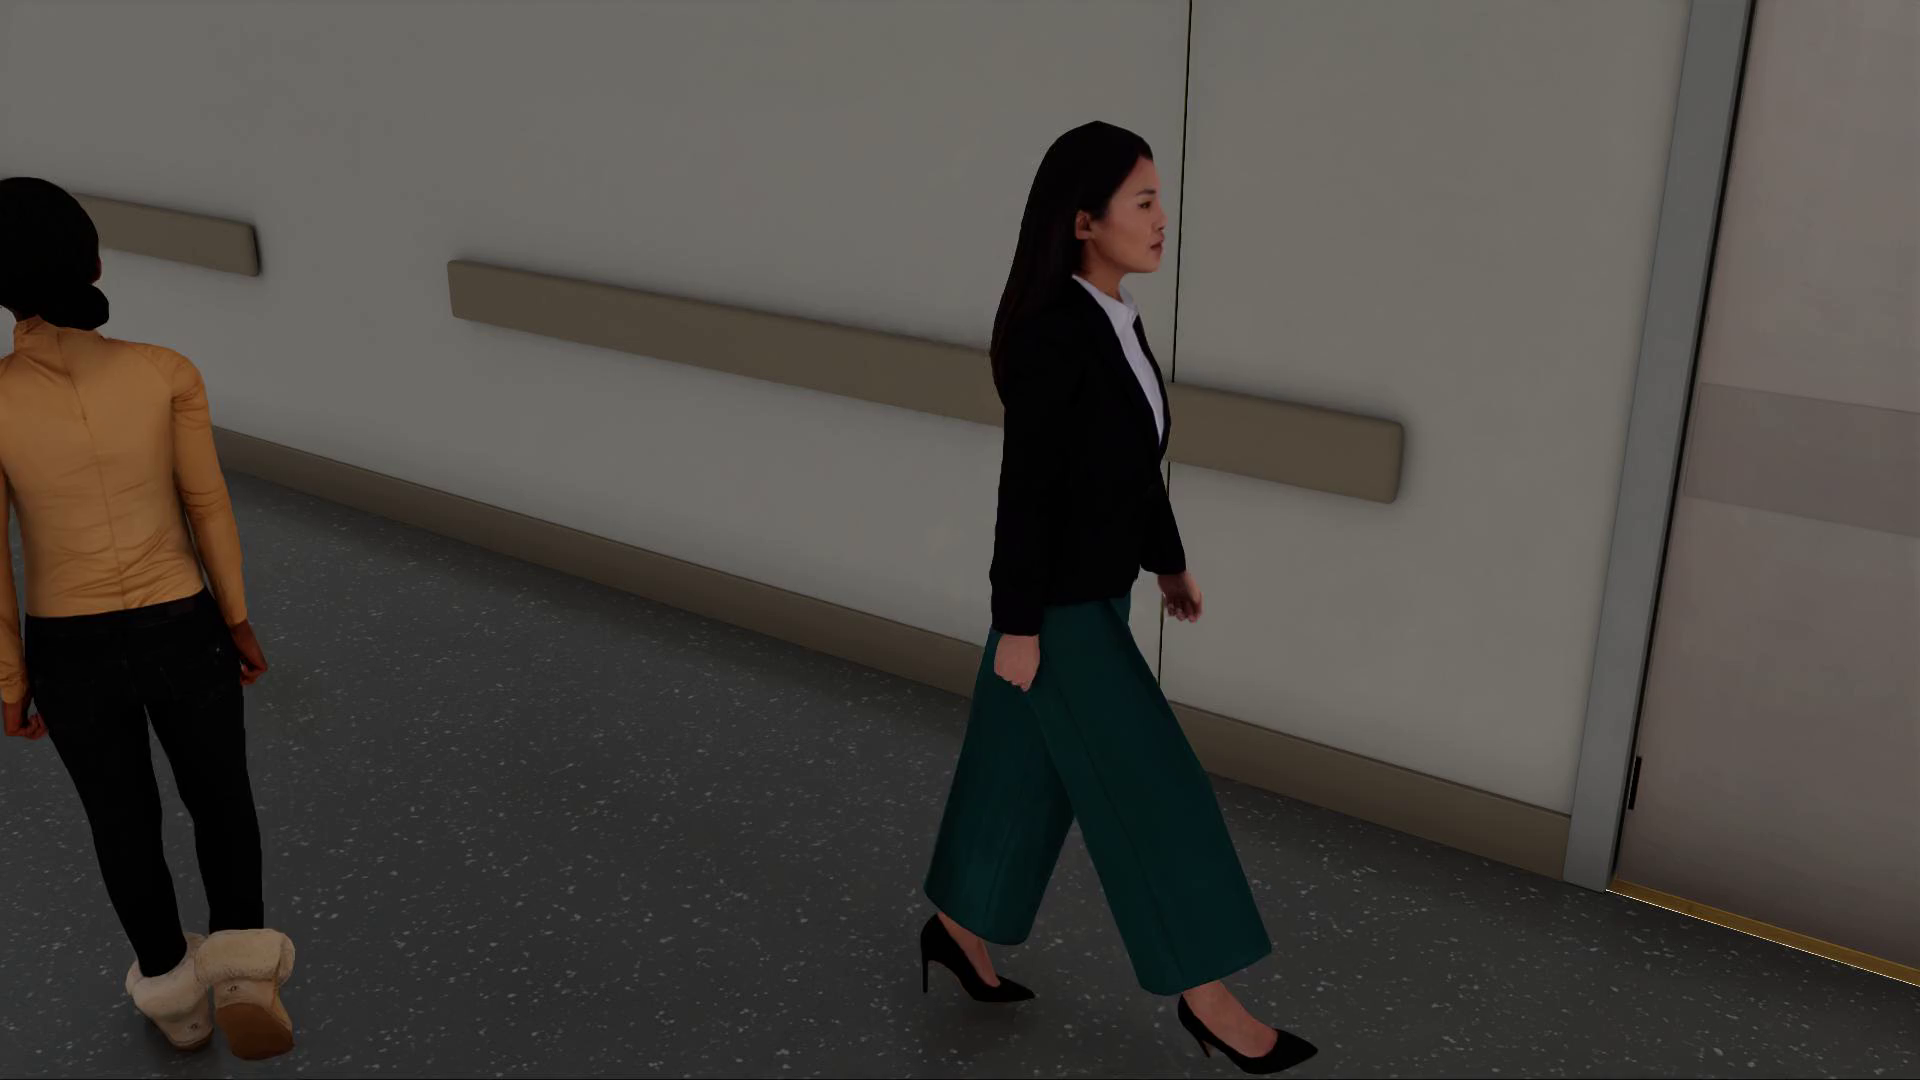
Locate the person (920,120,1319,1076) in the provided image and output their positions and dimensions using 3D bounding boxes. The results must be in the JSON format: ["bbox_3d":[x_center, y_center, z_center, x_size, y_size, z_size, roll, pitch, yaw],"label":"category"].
[{"bbox_3d":[0.106,0.154,2.962,0.891,1.705,1.032,6,21,15],"label":"person"}]

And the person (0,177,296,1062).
[{"bbox_3d":[-1.420,0.217,2.877,0.877,1.648,0.853,-12,24,-29],"label":"person"}]
